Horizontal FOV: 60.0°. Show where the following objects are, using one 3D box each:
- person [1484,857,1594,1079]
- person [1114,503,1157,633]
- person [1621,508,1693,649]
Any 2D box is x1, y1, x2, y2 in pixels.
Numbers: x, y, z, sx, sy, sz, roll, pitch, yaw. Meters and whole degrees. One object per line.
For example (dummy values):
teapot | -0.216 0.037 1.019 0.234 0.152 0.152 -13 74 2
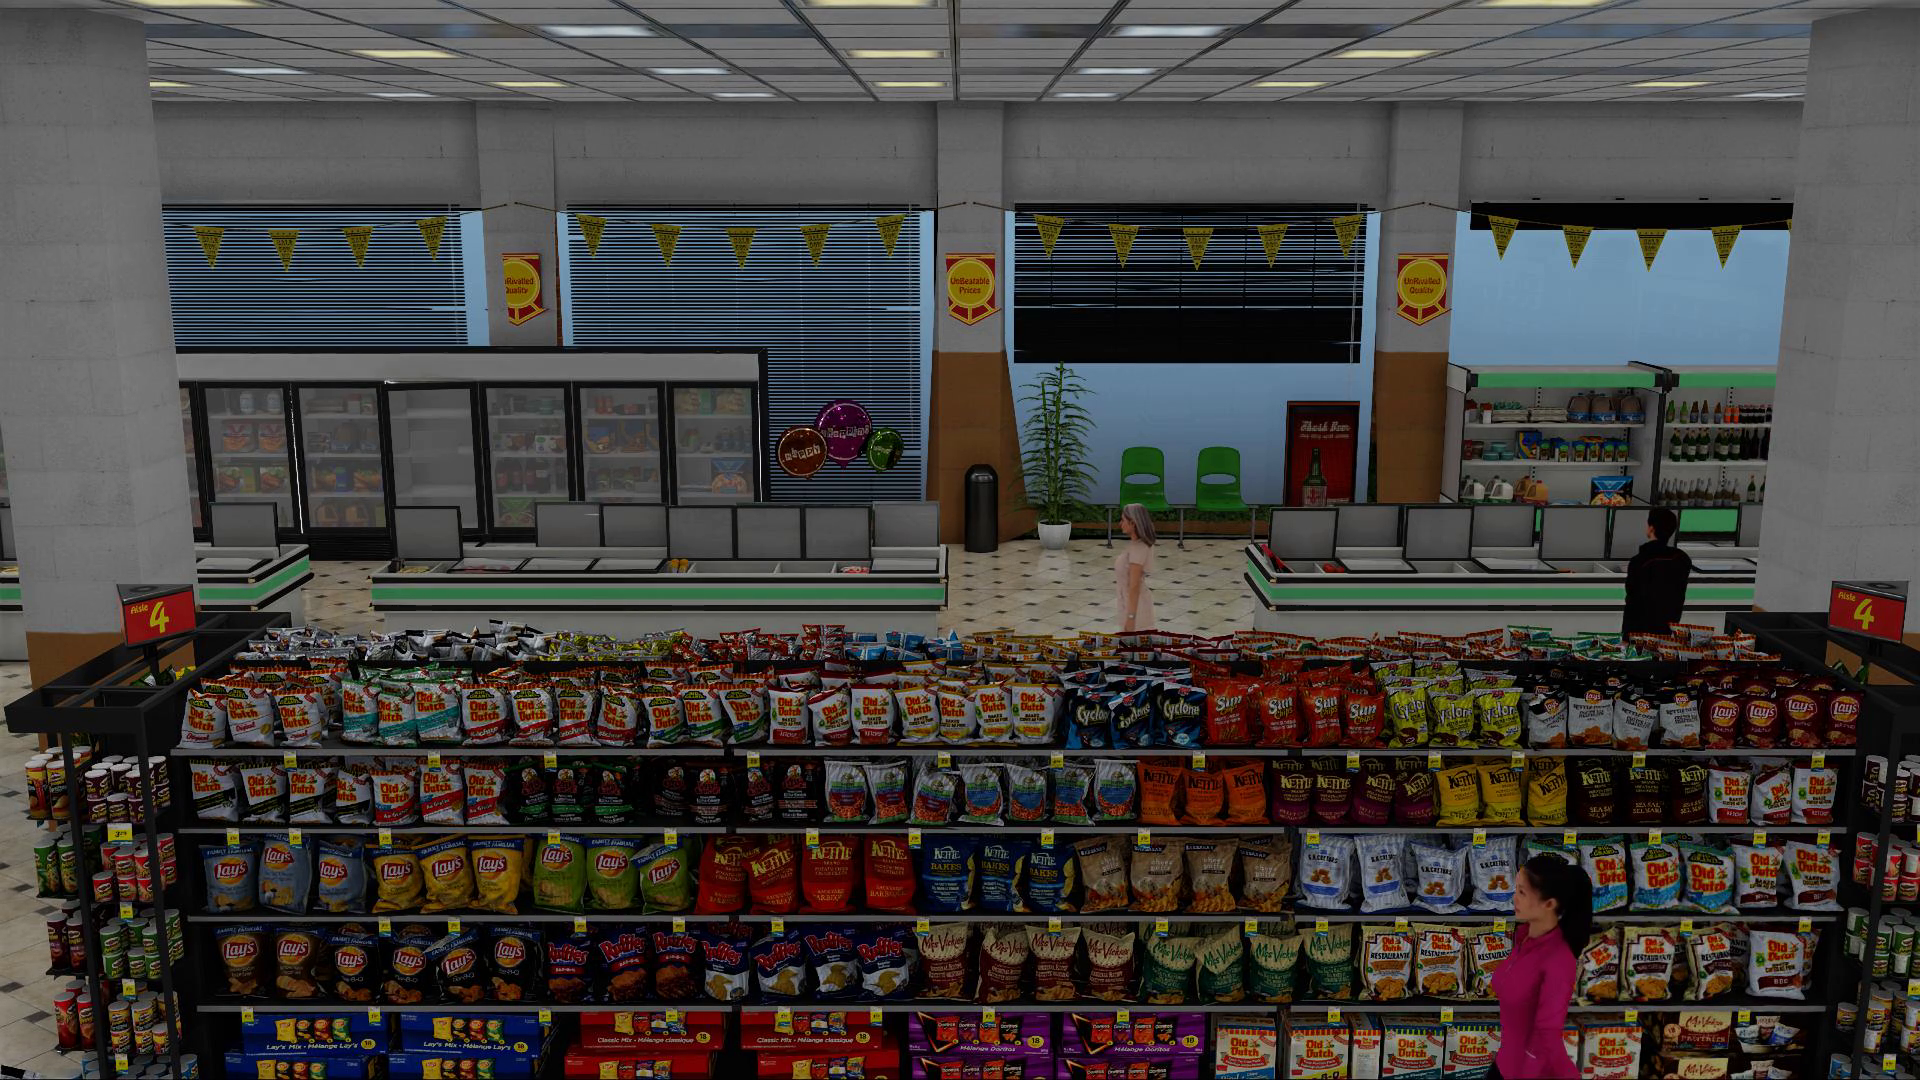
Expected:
person | 2.201 1.992 6.093 1.134 1.660 0.662 -1 12 -5
person | 1.345 0.574 12.647 0.602 1.734 0.632 2 12 10
person | 4.960 0.673 11.923 0.701 1.839 0.858 -6 13 -27
